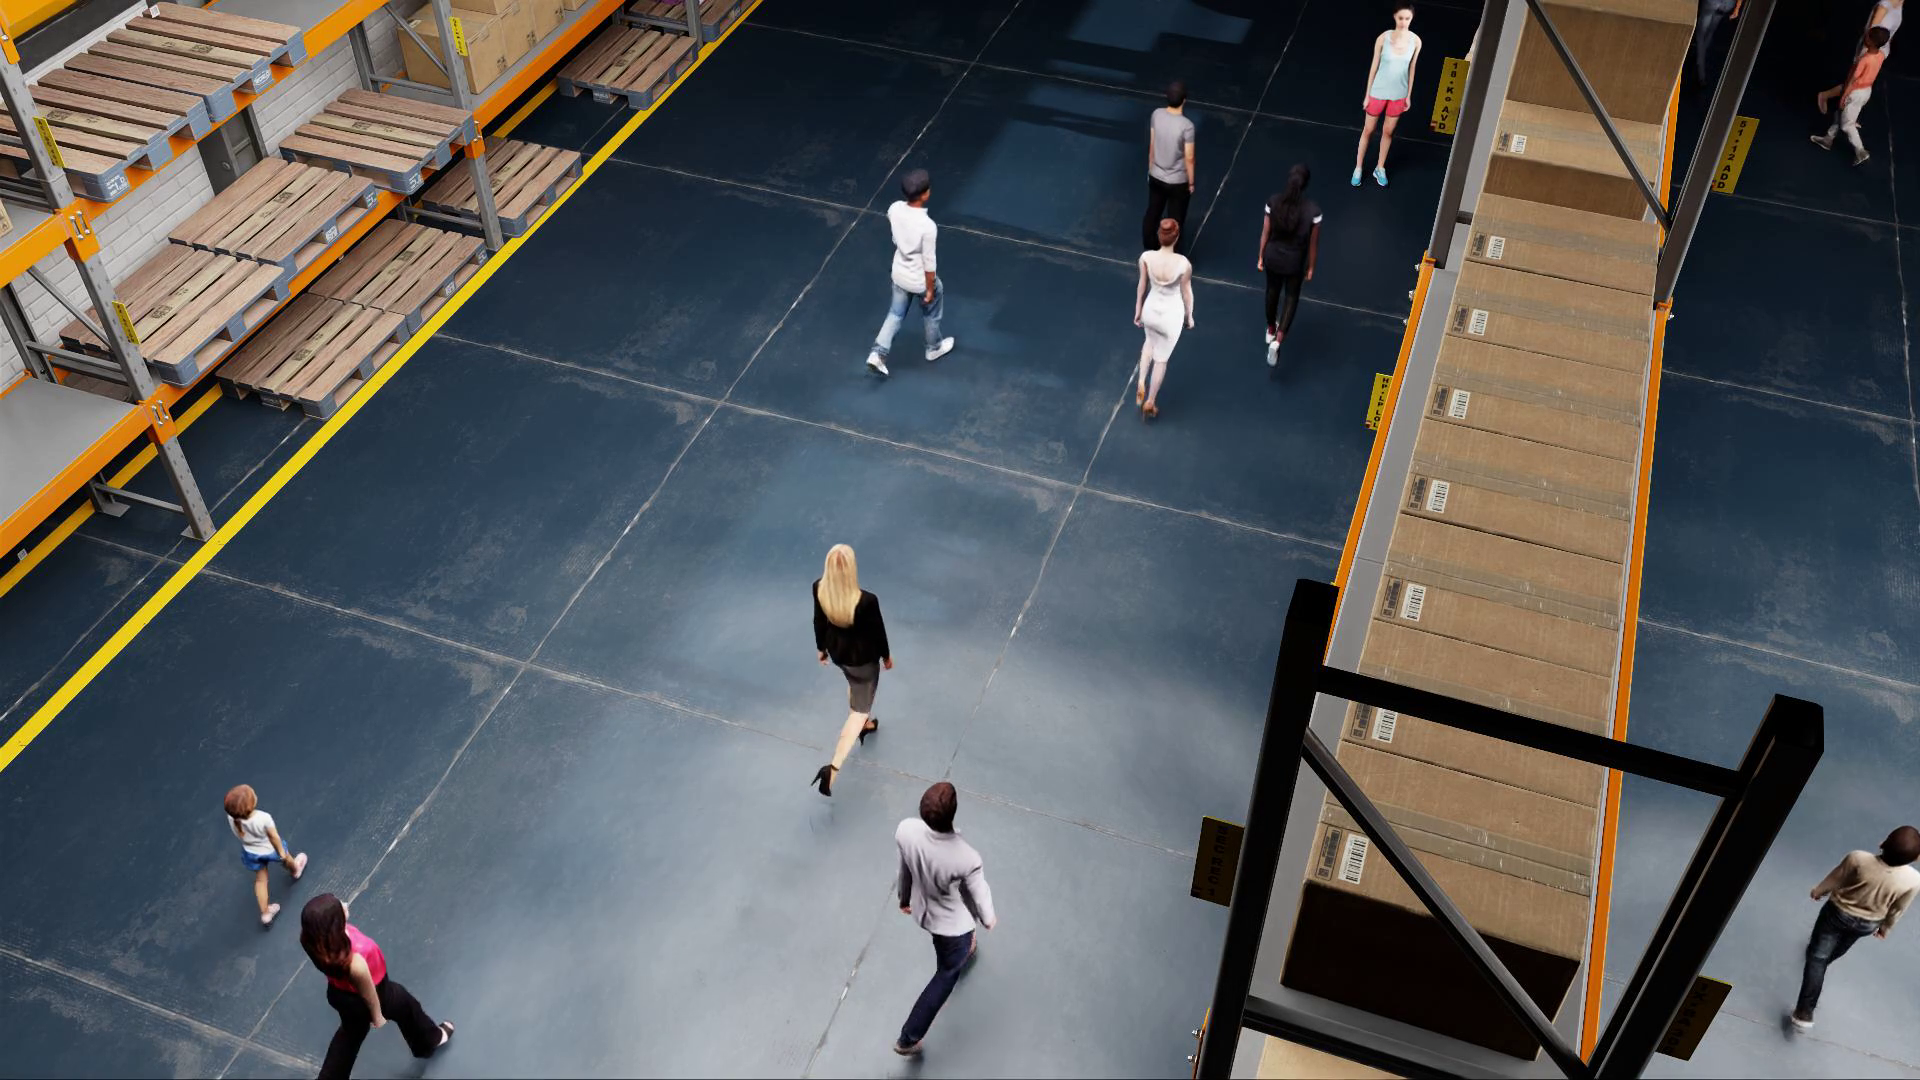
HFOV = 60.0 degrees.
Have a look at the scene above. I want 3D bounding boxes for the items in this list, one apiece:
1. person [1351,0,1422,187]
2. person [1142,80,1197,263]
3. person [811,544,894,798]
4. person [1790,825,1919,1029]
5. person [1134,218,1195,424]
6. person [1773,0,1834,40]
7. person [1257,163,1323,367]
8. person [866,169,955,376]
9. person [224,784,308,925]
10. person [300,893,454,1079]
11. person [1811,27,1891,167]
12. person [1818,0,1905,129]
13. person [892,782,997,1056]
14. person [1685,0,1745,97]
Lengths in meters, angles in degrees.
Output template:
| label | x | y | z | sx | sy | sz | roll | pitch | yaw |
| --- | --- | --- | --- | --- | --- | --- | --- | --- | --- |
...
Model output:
| label | x | y | z | sx | sy | sz | roll | pitch | yaw |
| --- | --- | --- | --- | --- | --- | --- | --- | --- | --- |
| person | 3.886 | -4.051 | 15.124 | 0.662 | 1.764 | 0.673 | 2 | 44 | 2 |
| person | 1.774 | -3.084 | 14.117 | 0.679 | 1.754 | 0.678 | 33 | 53 | 30 |
| person | -0.677 | 0.798 | 9.995 | 0.707 | 1.818 | 1.099 | 19 | 47 | 19 |
| person | 4.784 | 2.067 | 8.933 | 0.548 | 1.447 | 0.955 | 14 | 45 | 14 |
| person | 1.479 | -1.606 | 12.543 | 0.638 | 1.785 | 0.662 | 23 | 48 | 22 |
| person | 9.126 | -6.002 | 17.271 | 0.878 | 1.628 | 0.920 | 31 | 52 | 29 |
| person | 2.563 | -2.164 | 13.181 | 0.604 | 1.713 | 0.963 | 15 | 46 | 15 |
| person | -0.423 | -2.058 | 13.014 | 0.899 | 1.790 | 1.198 | 30 | 51 | 28 |
| person | -4.033 | 1.790 | 9.544 | 0.550 | 1.004 | 0.774 | 3 | 44 | 3 |
| person | -3.102 | 2.374 | 8.477 | 0.762 | 1.630 | 1.111 | 25 | 49 | 24 |
| person | 8.439 | -4.132 | 15.553 | 0.870 | 1.289 | 0.896 | -22 | 48 | -21 |
| person | 8.691 | -4.749 | 15.968 | 0.766 | 1.610 | 0.796 | -32 | 52 | -29 |
| person | -0.136 | 1.998 | 8.732 | 0.927 | 1.823 | 1.229 | 29 | 51 | 27 |
| person | 7.479 | -5.250 | 16.391 | 0.839 | 1.753 | 1.154 | 1 | 44 | 1 |
